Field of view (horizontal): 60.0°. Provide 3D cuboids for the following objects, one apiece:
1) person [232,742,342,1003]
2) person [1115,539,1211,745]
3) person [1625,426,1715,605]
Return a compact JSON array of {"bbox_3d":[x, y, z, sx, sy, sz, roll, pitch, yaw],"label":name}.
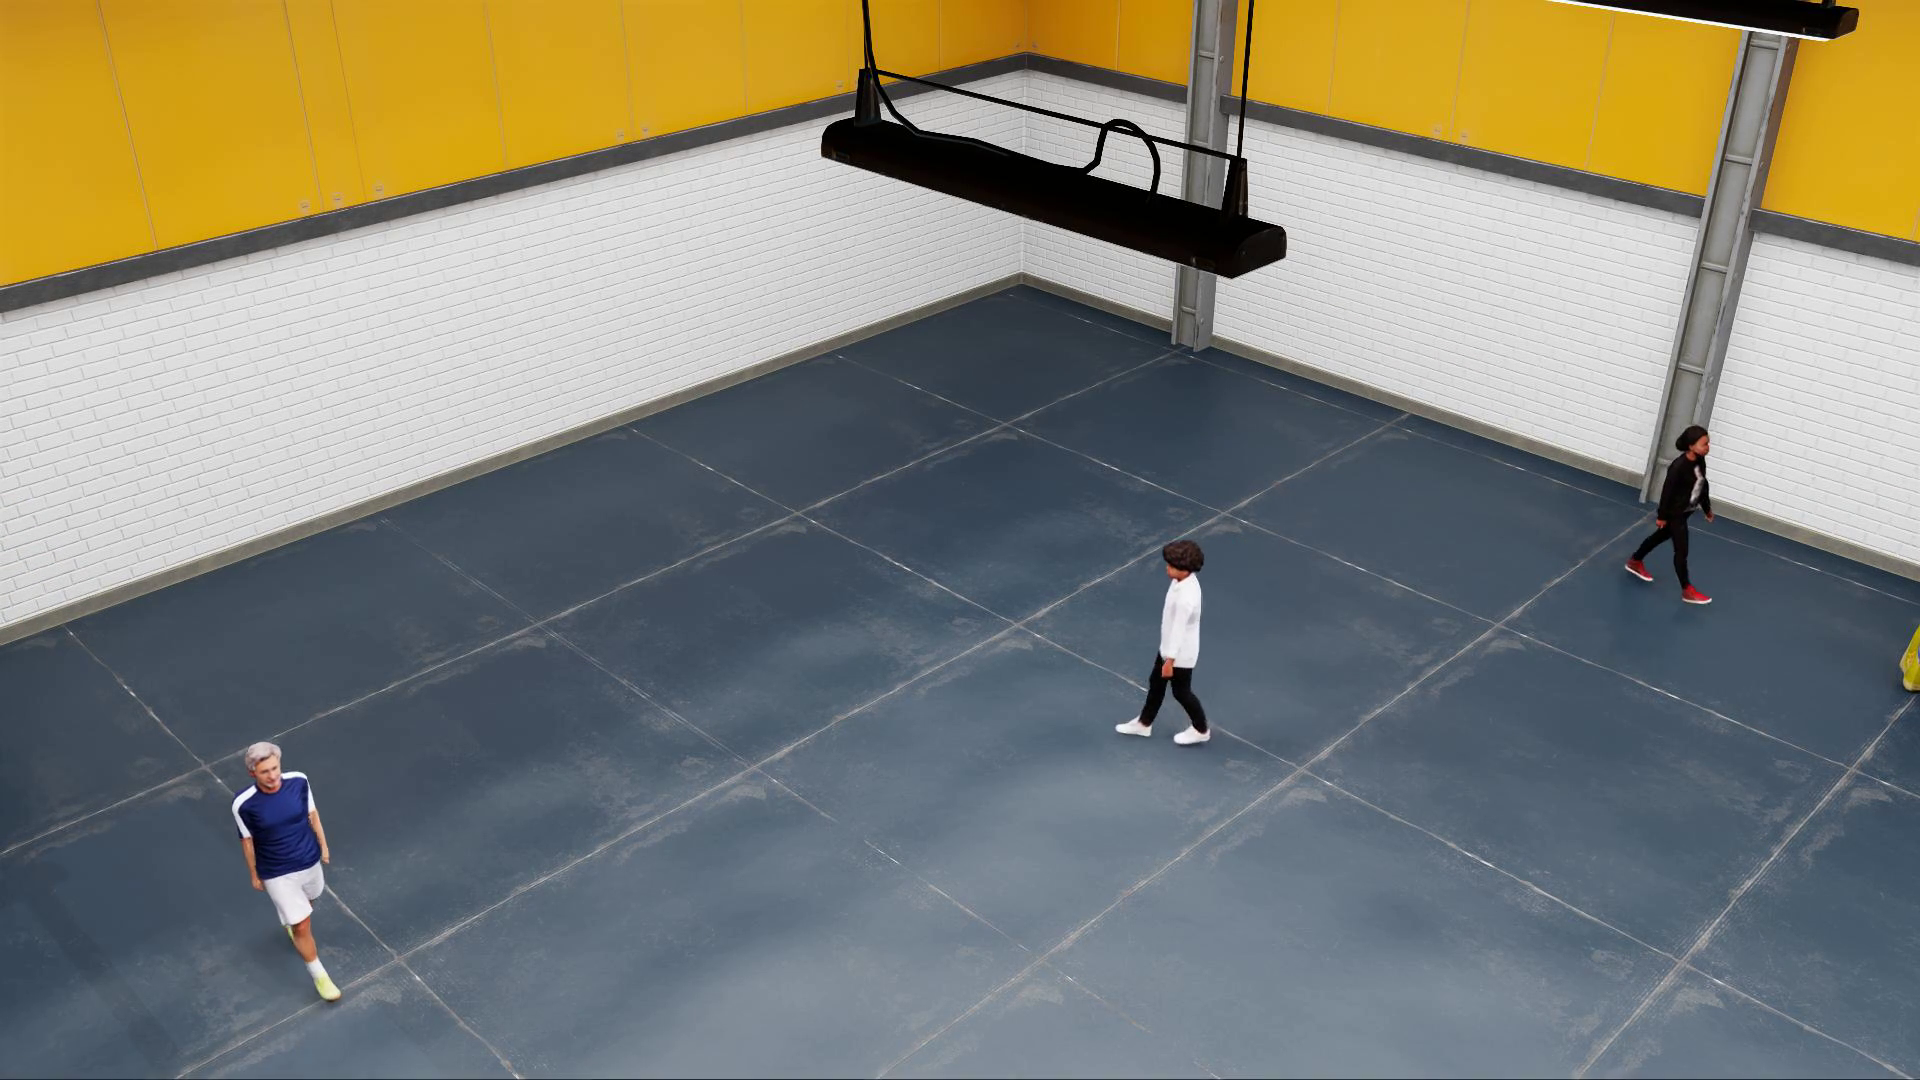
[{"bbox_3d":[-4.260,1.999,10.479,1.135,1.809,0.642,24,37,37],"label":"person"},{"bbox_3d":[1.730,0.817,12.673,1.081,1.783,1.006,1,29,3],"label":"person"},{"bbox_3d":[6.328,-0.277,14.835,0.673,1.634,1.113,-22,35,-34],"label":"person"}]
